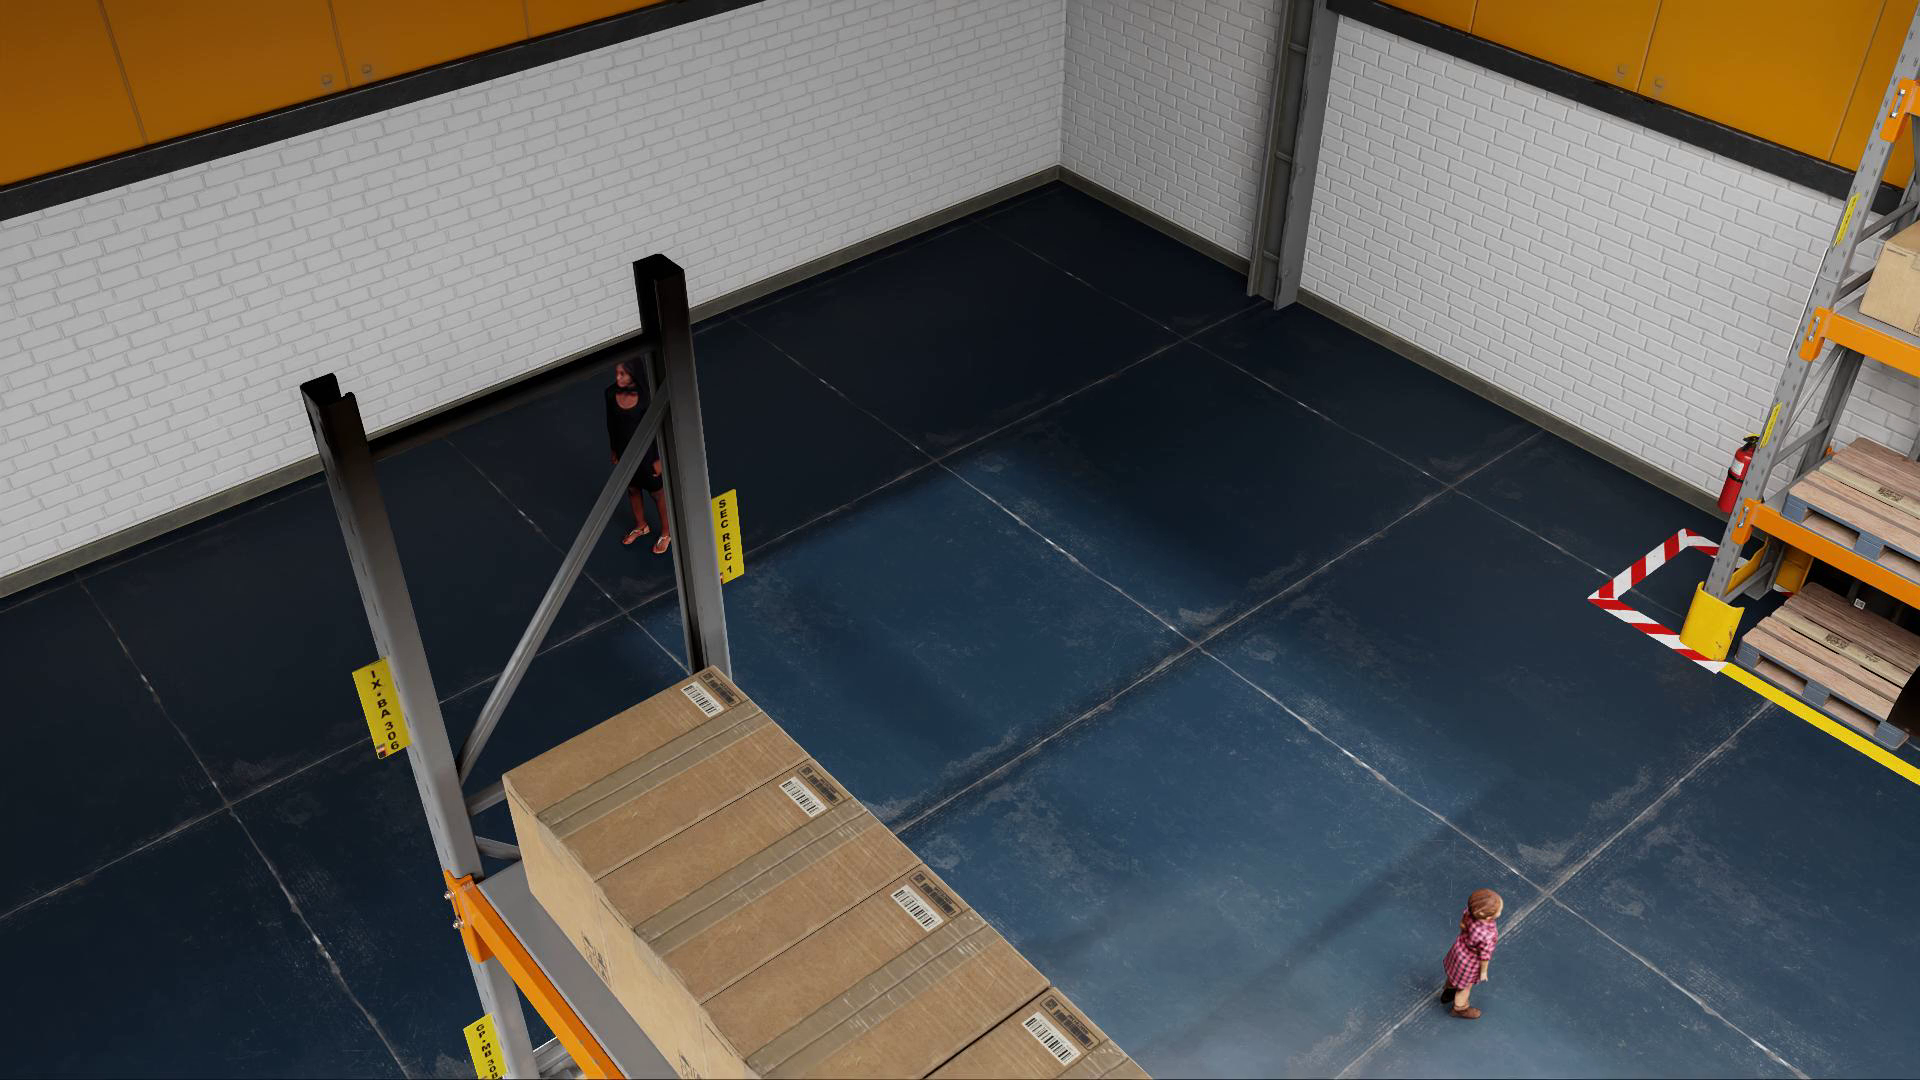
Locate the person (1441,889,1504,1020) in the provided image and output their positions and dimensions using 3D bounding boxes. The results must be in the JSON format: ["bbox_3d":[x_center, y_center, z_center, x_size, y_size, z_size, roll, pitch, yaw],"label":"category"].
[{"bbox_3d":[2.881,2.316,9.365,0.554,1.022,0.467,-9,39,-11],"label":"person"}]

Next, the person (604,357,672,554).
[{"bbox_3d":[-2.417,-0.654,12.524,0.584,1.720,0.737,16,41,19],"label":"person"}]
